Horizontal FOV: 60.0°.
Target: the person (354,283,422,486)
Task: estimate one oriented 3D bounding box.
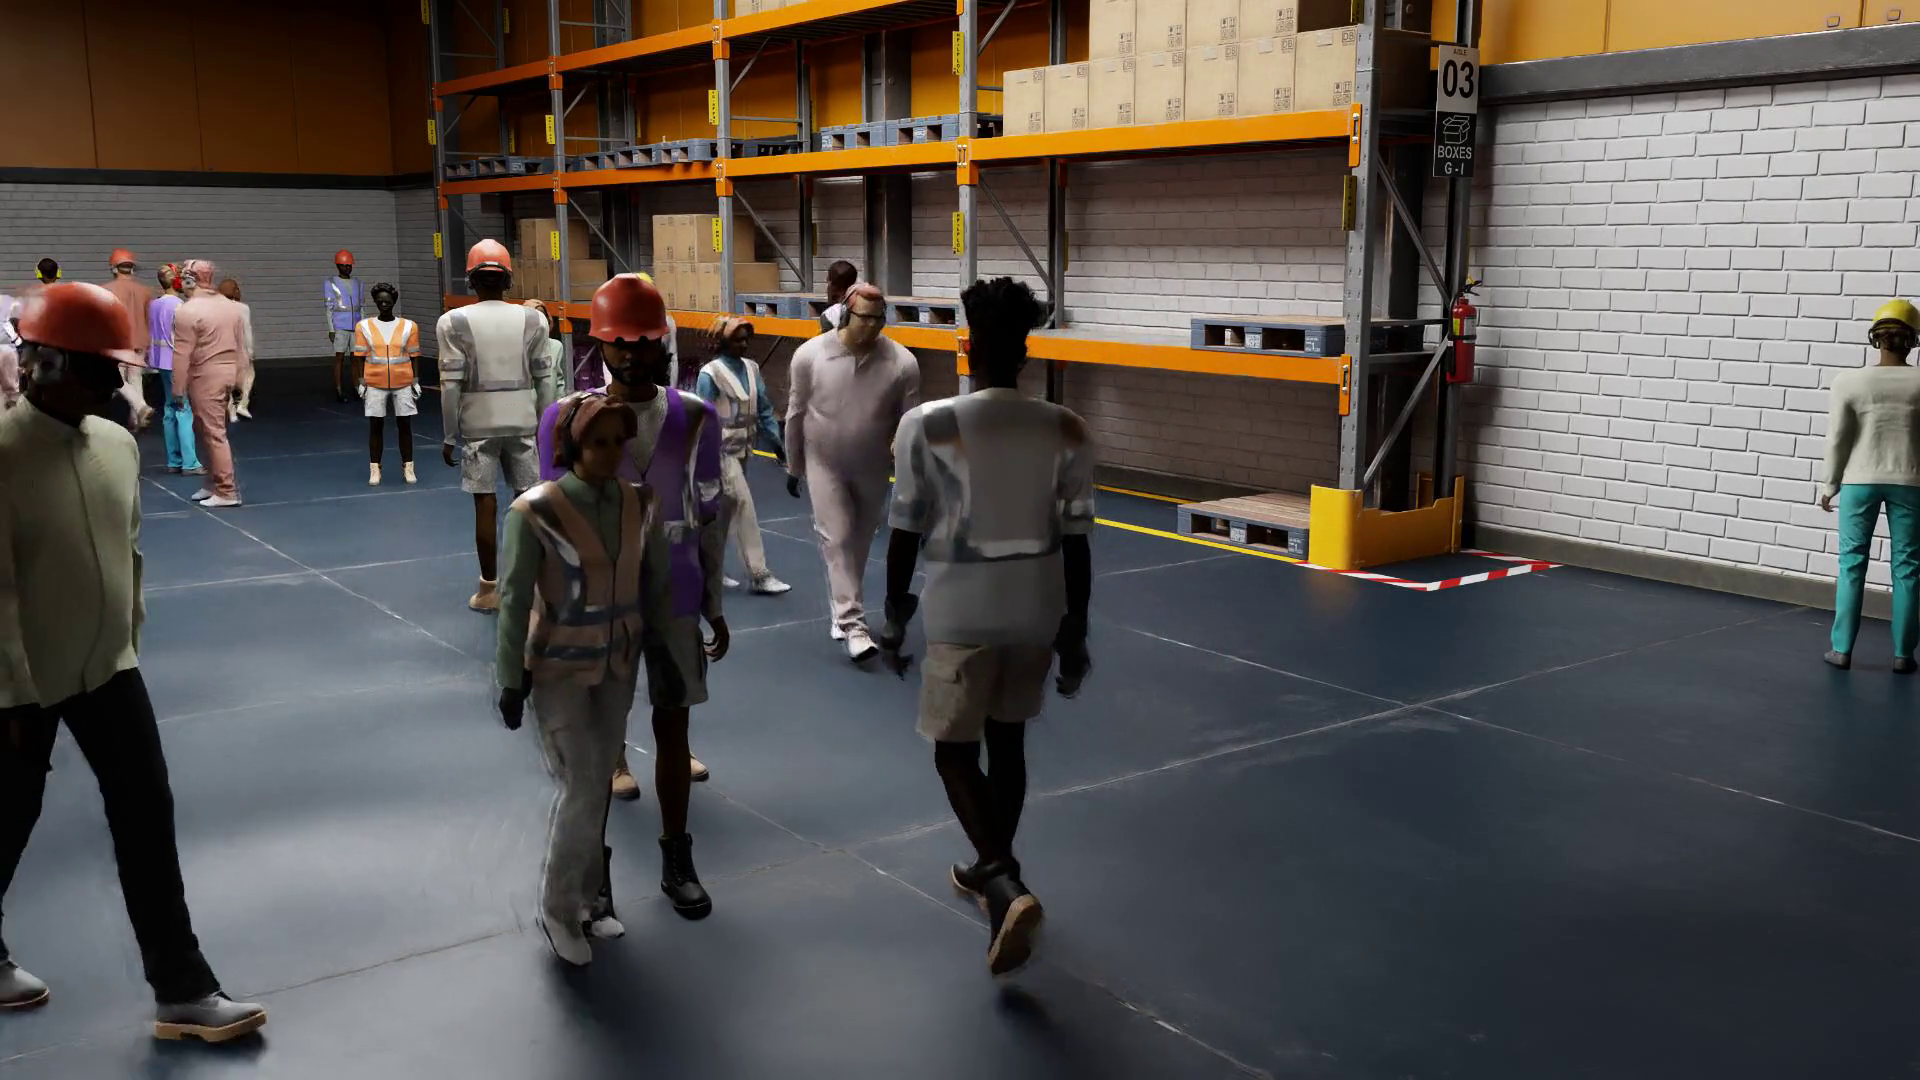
[{"bbox_3d":[-4.781,-1.300,13.931,0.533,1.697,0.319,-4,11,-20],"label":"person"}]

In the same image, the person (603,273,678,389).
[{"bbox_3d":[-2.538,-1.221,13.259,0.587,1.784,0.945,-2,10,-10],"label":"person"}]

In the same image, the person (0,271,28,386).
[{"bbox_3d":[-8.915,-1.649,15.349,0.594,1.897,0.928,-6,12,-30],"label":"person"}]

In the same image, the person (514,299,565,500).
[{"bbox_3d":[-2.972,-0.872,11.717,0.282,1.633,0.500,8,13,37],"label":"person"}]

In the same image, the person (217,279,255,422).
[{"bbox_3d":[-8.247,-2.151,18.889,0.527,1.615,0.386,0,10,2],"label":"person"}]

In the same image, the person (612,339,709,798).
[{"bbox_3d":[-1.149,0.090,6.146,0.541,1.695,0.316,-9,13,-41],"label":"person"}]

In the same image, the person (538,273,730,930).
[{"bbox_3d":[-0.946,0.190,4.913,0.551,1.935,0.375,-4,11,-22],"label":"person"}]

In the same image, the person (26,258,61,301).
[{"bbox_3d":[-9.715,-2.085,17.868,0.514,1.865,0.329,-9,14,-42],"label":"person"}]

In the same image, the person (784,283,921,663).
[{"bbox_3d":[-0.513,-0.336,8.185,0.651,1.824,1.052,-3,10,-15],"label":"person"}]

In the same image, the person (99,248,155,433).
[{"bbox_3d":[-8.765,-2.085,17.572,0.685,1.972,0.628,6,12,32],"label":"person"}]

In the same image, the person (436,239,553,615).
[{"bbox_3d":[-2.544,-0.615,9.126,0.611,2.042,0.396,-5,11,-28],"label":"person"}]

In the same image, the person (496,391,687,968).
[{"bbox_3d":[-1.051,0.388,4.706,0.486,1.615,0.522,7,12,35],"label":"person"}]

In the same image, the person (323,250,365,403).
[{"bbox_3d":[-7.810,-2.721,21.216,0.354,1.939,0.544,8,13,39],"label":"person"}]

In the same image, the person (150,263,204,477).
[{"bbox_3d":[-6.809,-1.472,14.469,0.567,1.850,0.389,8,13,39],"label":"person"}]

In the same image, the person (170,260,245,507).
[{"bbox_3d":[-5.862,-1.188,12.755,0.656,1.887,0.673,2,10,9],"label":"person"}]

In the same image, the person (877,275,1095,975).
[{"bbox_3d":[0.119,0.227,4.716,0.599,1.941,0.843,-4,11,-21],"label":"person"}]

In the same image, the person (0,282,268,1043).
[{"bbox_3d":[-2.278,0.319,4.229,1.007,1.934,0.619,4,11,21],"label":"person"}]

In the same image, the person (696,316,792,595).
[{"bbox_3d":[-1.232,-0.478,9.592,0.789,1.604,0.531,4,11,22],"label":"person"}]

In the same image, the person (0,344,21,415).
[{"bbox_3d":[-5.796,-0.593,9.784,0.528,1.767,0.318,-7,12,-33],"label":"person"}]

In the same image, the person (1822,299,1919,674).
[{"bbox_3d":[4.361,-0.246,7.859,0.523,1.761,0.328,5,11,24],"label":"person"}]

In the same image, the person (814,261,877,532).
[{"bbox_3d":[-0.814,-0.992,11.645,0.581,1.896,0.618,6,12,31],"label":"person"}]
